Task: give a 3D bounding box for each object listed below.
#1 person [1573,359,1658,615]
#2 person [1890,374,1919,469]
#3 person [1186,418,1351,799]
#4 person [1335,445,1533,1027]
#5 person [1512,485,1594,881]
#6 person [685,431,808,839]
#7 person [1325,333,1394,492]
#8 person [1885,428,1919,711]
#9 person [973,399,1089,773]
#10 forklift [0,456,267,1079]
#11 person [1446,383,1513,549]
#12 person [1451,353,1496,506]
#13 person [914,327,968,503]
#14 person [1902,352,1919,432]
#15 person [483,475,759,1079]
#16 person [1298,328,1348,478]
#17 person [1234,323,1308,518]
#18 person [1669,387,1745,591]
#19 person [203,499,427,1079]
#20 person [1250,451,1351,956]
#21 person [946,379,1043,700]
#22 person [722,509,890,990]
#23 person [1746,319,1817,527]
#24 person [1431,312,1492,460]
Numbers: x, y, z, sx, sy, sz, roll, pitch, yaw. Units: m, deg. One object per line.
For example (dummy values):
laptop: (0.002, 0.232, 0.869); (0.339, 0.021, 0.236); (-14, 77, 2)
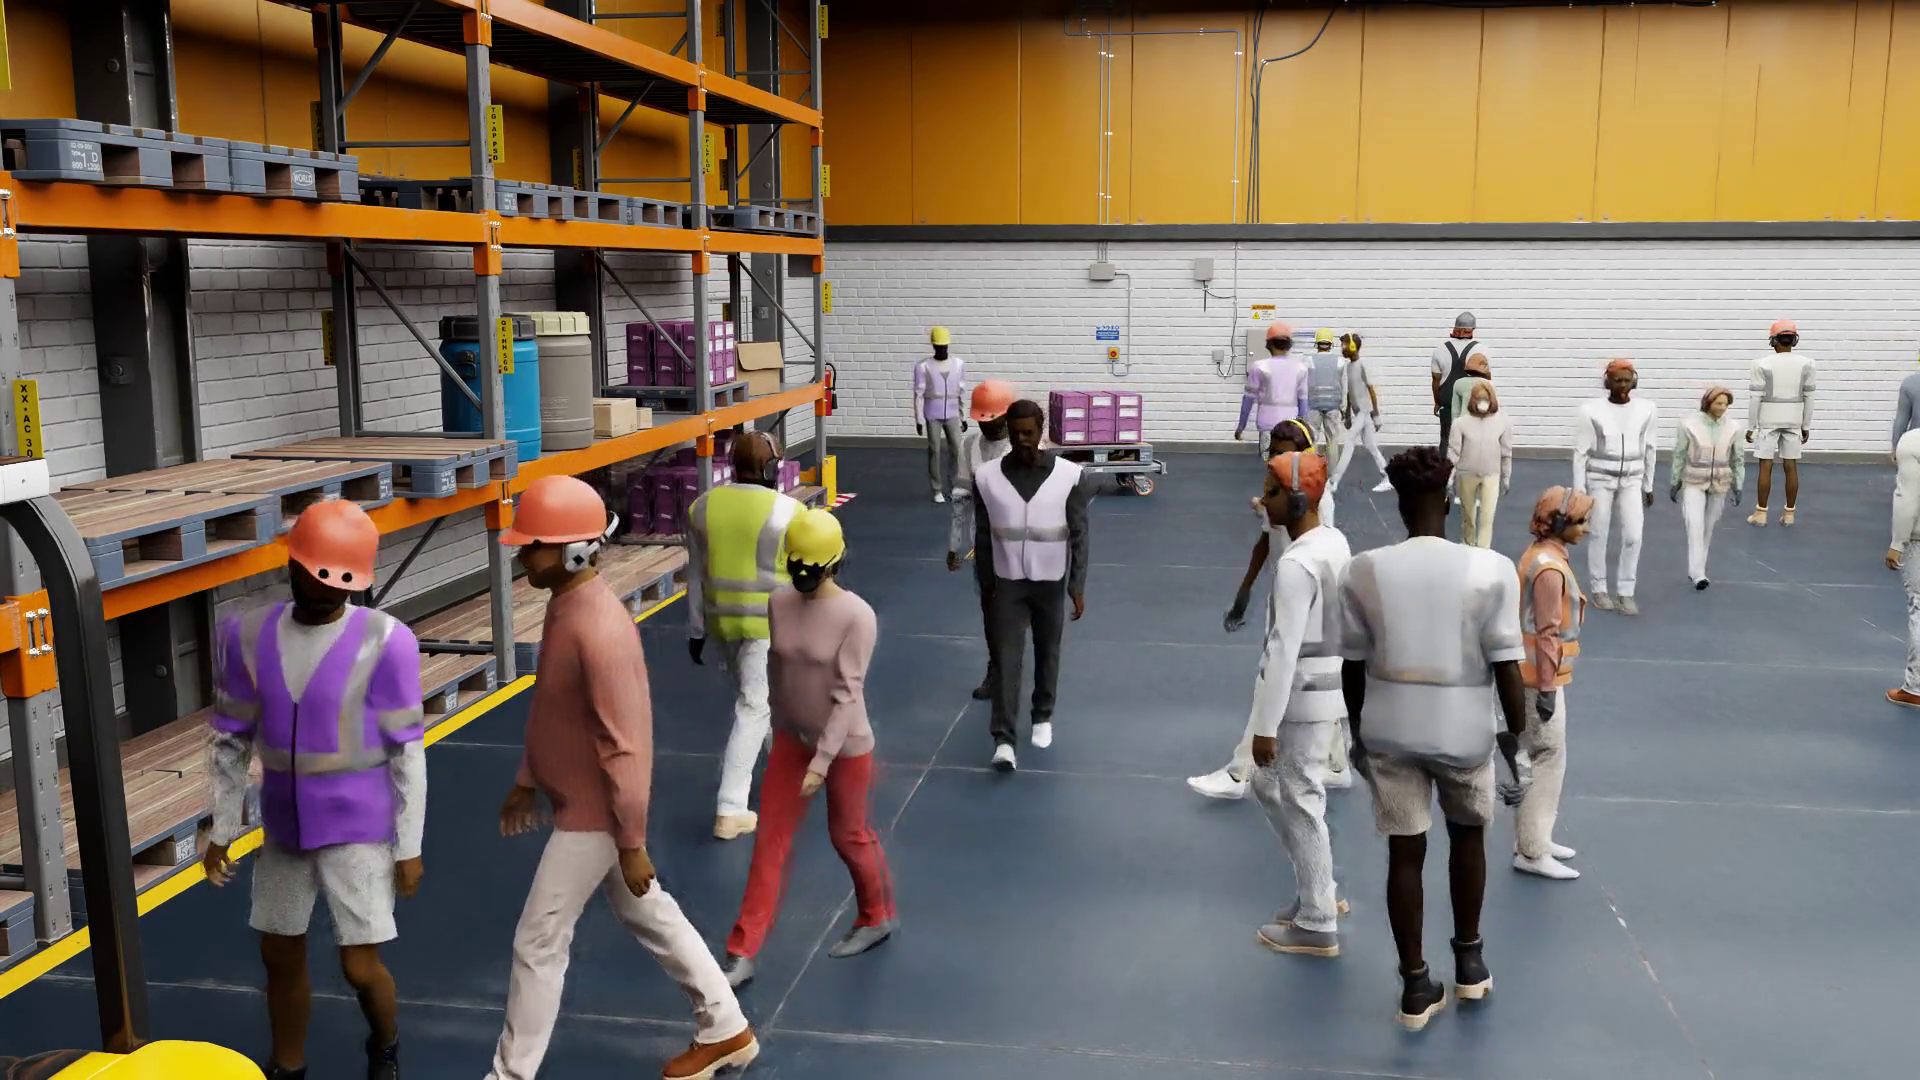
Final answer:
person: (4.783, -0.380, 12.123); (0.611, 1.862, 0.688); (1, 9, 6)
person: (8.641, -0.800, 14.683); (1.026, 1.876, 0.642); (-7, 12, -37)
person: (1.479, 0.333, 7.871); (0.954, 1.818, 0.546); (-1, 9, -9)
person: (1.607, 0.645, 5.627); (0.670, 1.927, 0.648); (4, 10, 23)
person: (2.439, 0.579, 6.938); (0.348, 1.630, 0.529); (2, 9, 13)
person: (-0.885, 0.395, 7.586); (0.653, 1.787, 0.978); (5, 10, 26)
person: (4.515, -1.428, 18.804); (0.989, 1.796, 0.598); (-1, 9, -5)
person: (5.593, 0.017, 9.467); (0.629, 1.936, 0.371); (0, 9, -1)
person: (0.351, 0.220, 8.444); (0.597, 1.859, 1.027); (1, 9, 6)
forklift: (-2.328, 0.975, 2.765); (2.313, 2.155, 1.214); (1, 9, 9)
person: (4.284, -0.503, 13.758); (0.520, 1.584, 0.874); (3, 10, 16)
person: (5.491, -1.181, 17.784); (0.283, 1.631, 0.503); (-9, 13, -42)
person: (-0.174, -1.318, 17.783); (0.629, 1.902, 0.695); (-3, 10, -18)
person: (9.113, -0.938, 15.621); (0.395, 1.848, 0.544); (-9, 13, -44)
person: (-1.066, 0.763, 4.877); (1.039, 1.946, 0.627); (-3, 10, -18)
person: (4.298, -1.596, 19.733); (0.599, 1.832, 0.404); (0, 9, 0)
person: (3.078, -1.141, 16.431); (0.638, 1.985, 1.041); (-3, 10, -16)
person: (5.894, -0.398, 13.073); (0.520, 1.583, 0.879); (1, 9, 6)
person: (-1.863, 0.810, 4.748); (0.737, 1.894, 0.421); (2, 9, 13)
person: (1.237, 0.602, 6.070); (0.441, 1.863, 0.605); (4, 10, 24)
person: (0.231, 0.017, 9.571); (0.642, 1.900, 0.544); (6, 11, 33)
person: (-0.504, 0.723, 5.830); (0.530, 1.704, 0.808); (6, 11, 33)
person: (8.018, -1.142, 16.302); (0.606, 2.039, 0.381); (1, 9, 8)
person: (5.787, -1.606, 19.152); (0.674, 2.000, 0.535); (5, 11, 29)
